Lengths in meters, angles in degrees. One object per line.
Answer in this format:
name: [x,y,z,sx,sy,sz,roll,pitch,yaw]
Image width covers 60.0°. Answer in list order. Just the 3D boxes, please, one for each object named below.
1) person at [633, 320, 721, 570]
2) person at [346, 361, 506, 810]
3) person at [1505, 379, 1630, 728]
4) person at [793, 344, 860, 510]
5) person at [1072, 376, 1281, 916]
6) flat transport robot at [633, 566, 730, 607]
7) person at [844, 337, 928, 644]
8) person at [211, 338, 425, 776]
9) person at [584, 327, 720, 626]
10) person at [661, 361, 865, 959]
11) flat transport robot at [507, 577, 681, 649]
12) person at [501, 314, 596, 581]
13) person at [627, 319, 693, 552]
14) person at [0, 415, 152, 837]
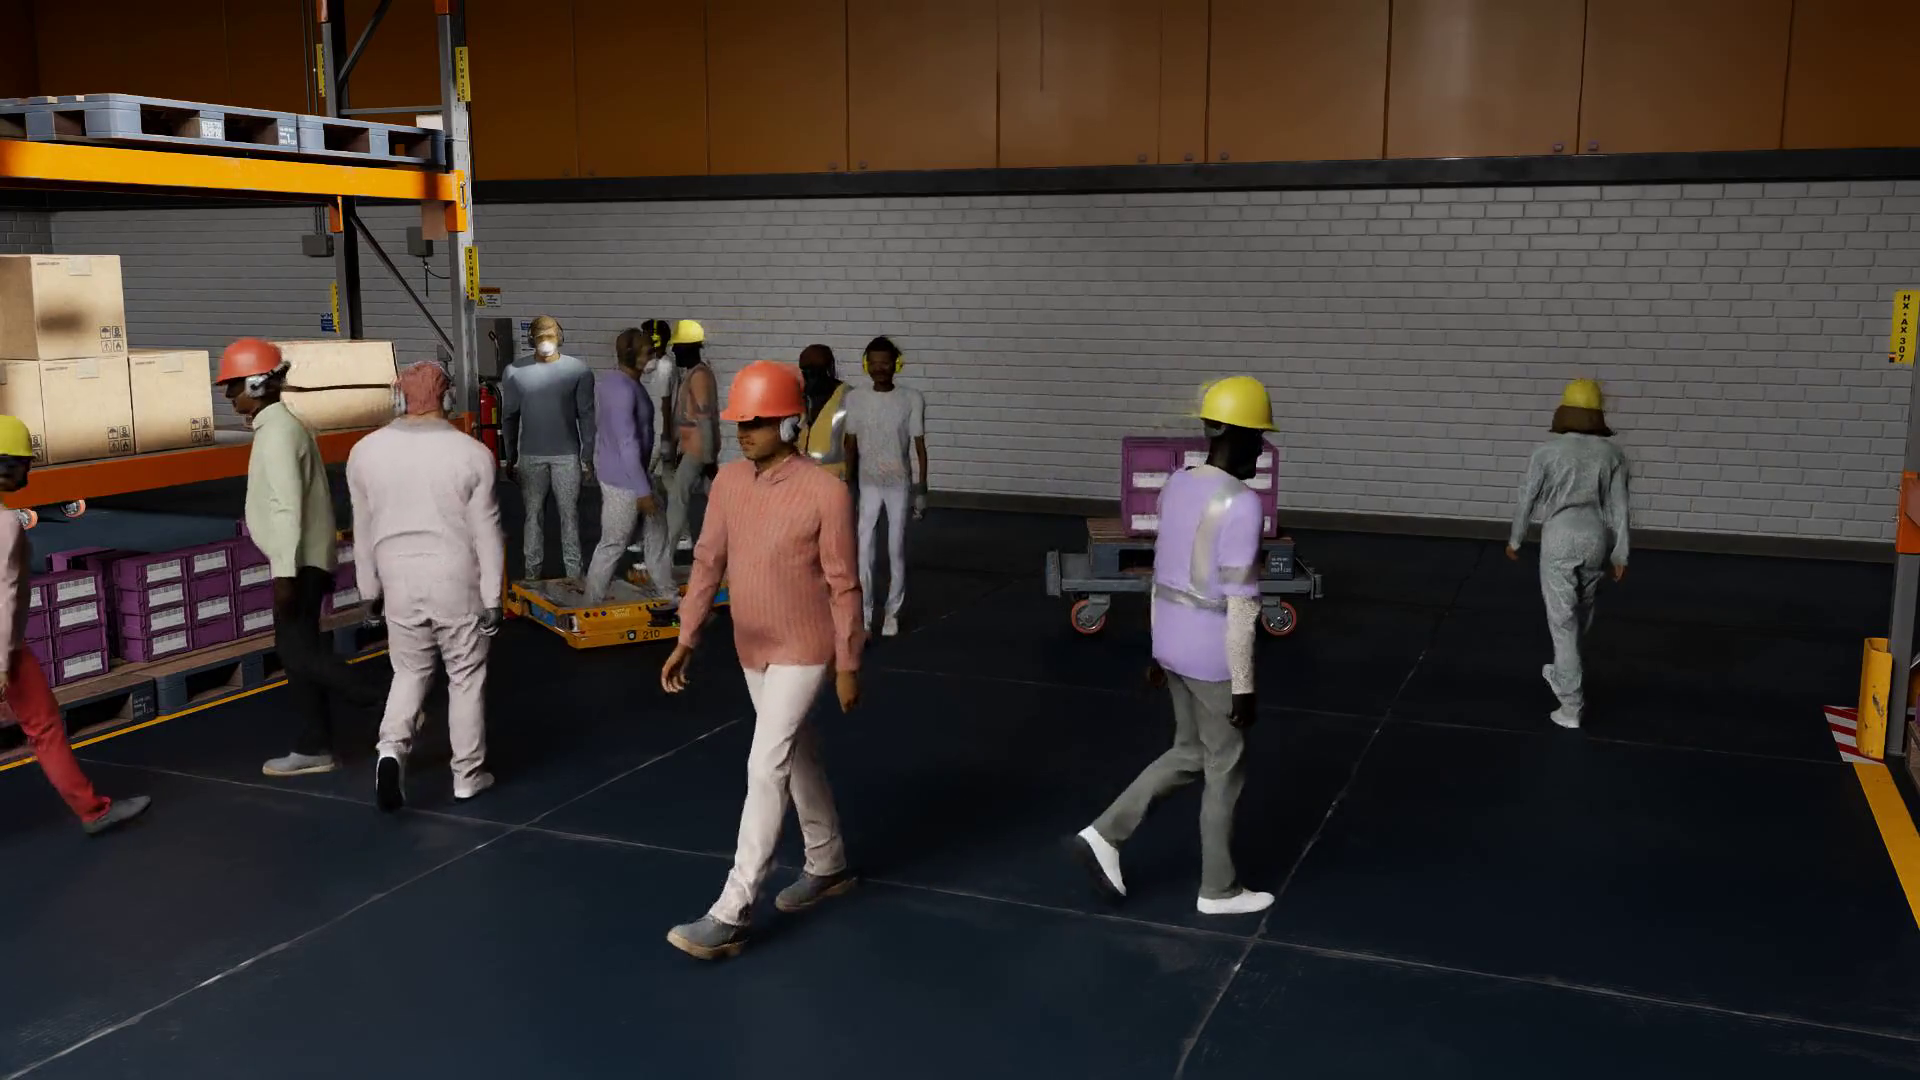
person: [-1.921,-0.703,12.416,1.002,1.884,0.597,-1,9,-6]
person: [-2.194,0.205,6.864,0.660,1.880,0.621,1,9,3]
person: [3.068,0.043,8.422,0.502,1.698,0.900,0,9,-2]
person: [-0.909,-0.318,10.355,0.679,1.778,0.966,4,10,21]
person: [0.781,0.389,5.714,0.653,1.903,0.602,-3,10,-19]
flat transport robot: [-1.576,0.298,11.188,1.431,0.197,0.652,-6,11,-31]
person: [-0.467,-0.281,9.939,0.554,1.838,0.859,1,9,5]
person: [-2.833,0.094,7.330,0.780,1.961,0.640,-3,10,-18]
person: [-1.923,-0.329,10.087,0.854,1.903,0.645,0,9,0]
person: [-0.696,0.388,5.569,0.634,1.946,0.998,9,13,43]
flat transport robot: [-2.315,0.423,10.429,0.652,0.197,1.431,-6,11,-31]
person: [-2.816,-0.571,11.413,0.635,1.937,0.361,-1,9,-8]
person: [-2.433,-0.814,13.158,0.653,1.847,0.550,0,9,-3]
person: [-3.649,0.386,6.314,0.538,1.703,0.935,6,11,34]
